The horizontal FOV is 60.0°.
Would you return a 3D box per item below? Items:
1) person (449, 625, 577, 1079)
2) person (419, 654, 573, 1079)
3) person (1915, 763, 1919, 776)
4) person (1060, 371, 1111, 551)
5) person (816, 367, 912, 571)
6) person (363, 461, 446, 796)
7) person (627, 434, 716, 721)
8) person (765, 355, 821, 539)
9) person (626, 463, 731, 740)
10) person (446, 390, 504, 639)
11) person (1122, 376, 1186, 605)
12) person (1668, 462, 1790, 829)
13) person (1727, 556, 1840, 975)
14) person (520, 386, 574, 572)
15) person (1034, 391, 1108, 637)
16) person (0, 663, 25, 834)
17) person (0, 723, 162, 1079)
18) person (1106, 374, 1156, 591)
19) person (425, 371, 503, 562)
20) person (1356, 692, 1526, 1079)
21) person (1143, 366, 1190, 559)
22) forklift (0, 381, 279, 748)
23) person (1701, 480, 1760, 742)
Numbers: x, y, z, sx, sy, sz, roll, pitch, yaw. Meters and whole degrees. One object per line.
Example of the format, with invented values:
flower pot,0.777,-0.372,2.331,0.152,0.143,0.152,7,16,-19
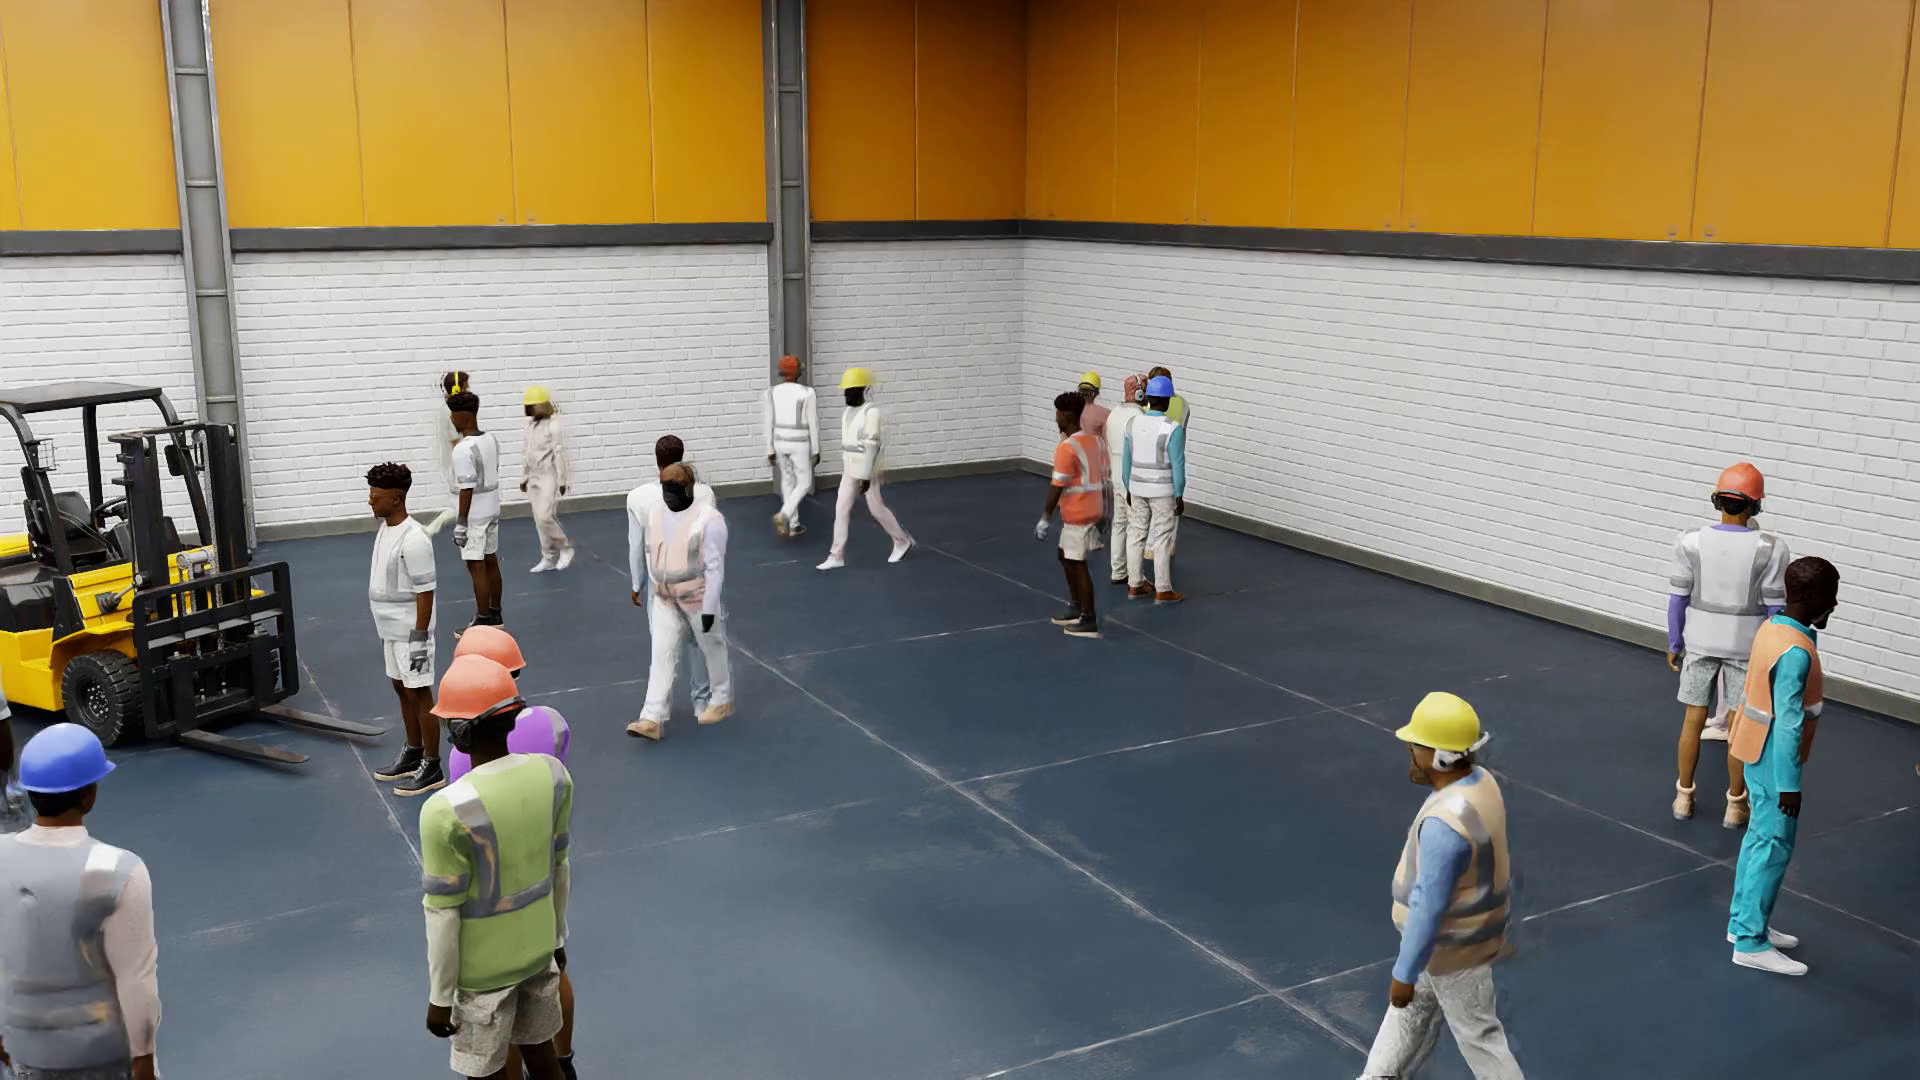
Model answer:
person,-1.718,1.263,6.315,0.388,1.929,0.544,7,14,31
person,-1.547,1.374,5.553,0.404,2.035,0.601,6,14,27
person,6.009,0.509,9.793,0.605,1.948,0.391,0,12,2
person,1.241,-0.768,16.243,0.532,1.757,0.336,4,13,18
person,-0.887,-0.677,15.509,0.969,1.891,0.588,-10,16,-39
person,-3.264,0.508,9.752,0.361,1.964,0.613,-9,15,-36
person,-1.897,0.257,11.048,0.591,1.919,0.392,-4,13,-18
person,-1.711,-0.916,16.665,0.582,1.867,0.690,5,13,22
person,-1.796,0.389,10.718,0.639,1.792,0.949,6,13,25
person,-3.816,-0.201,13.085,0.368,1.963,0.603,1,12,7
person,1.666,-0.426,14.183,0.615,1.942,0.408,11,16,41
person,4.239,0.583,9.227,0.605,2.044,0.374,8,14,33
person,3.711,1.004,7.570,0.401,1.908,0.599,4,13,19
person,-3.855,-0.552,15.274,0.494,1.726,0.350,10,16,39
person,0.875,-0.204,13.155,0.635,1.939,0.641,6,13,25
person,-4.456,1.046,7.252,0.657,1.965,0.367,-3,12,-15
person,-2.747,1.522,5.083,0.604,1.933,0.707,1,12,4
person,1.547,-0.507,14.655,0.409,1.909,0.639,-5,13,-23
person,-4.740,-0.668,15.573,0.718,1.842,0.515,-5,13,-21
person,1.767,1.416,5.951,0.941,1.785,0.611,6,13,25
person,1.886,-0.737,15.890,0.626,1.844,0.429,-9,15,-36
forklift,-5.853,0.085,11.199,2.313,2.155,1.214,7,14,28
person,4.917,0.416,10.663,0.316,1.767,0.522,10,15,38
